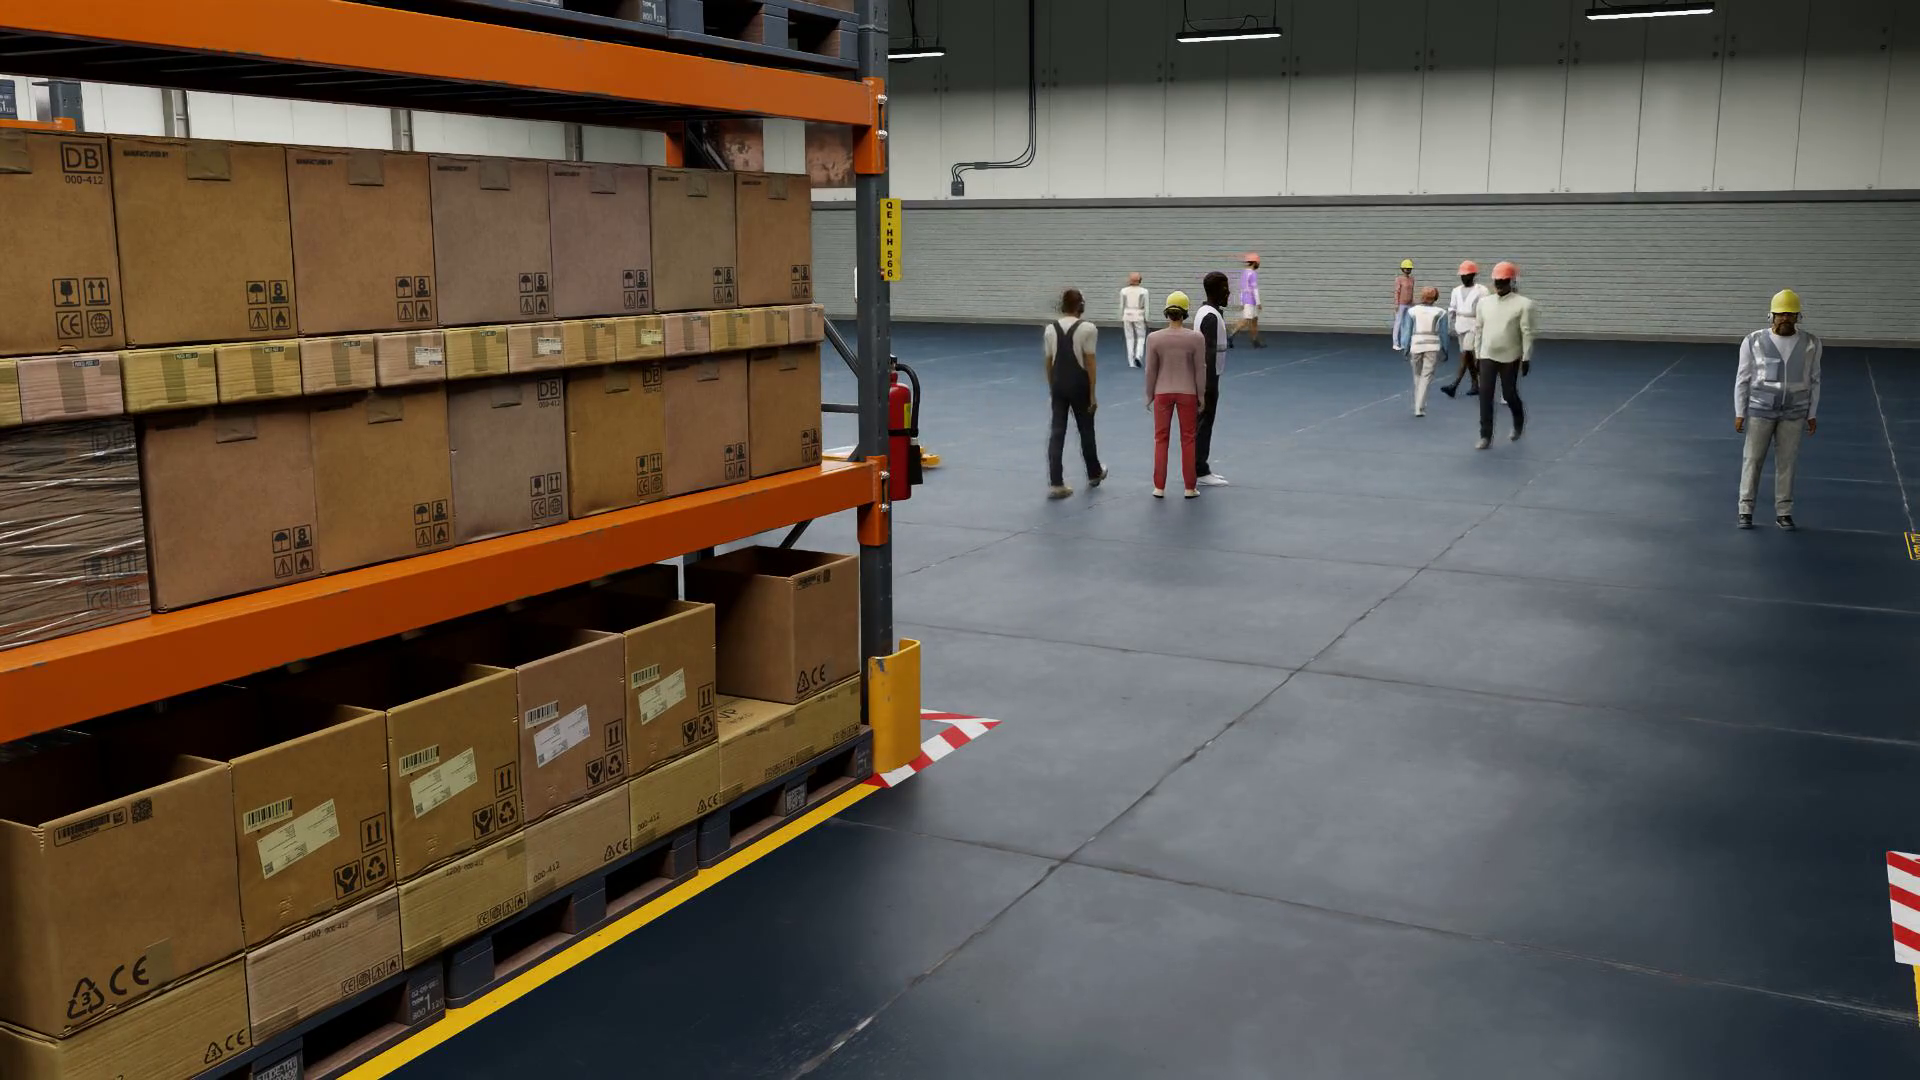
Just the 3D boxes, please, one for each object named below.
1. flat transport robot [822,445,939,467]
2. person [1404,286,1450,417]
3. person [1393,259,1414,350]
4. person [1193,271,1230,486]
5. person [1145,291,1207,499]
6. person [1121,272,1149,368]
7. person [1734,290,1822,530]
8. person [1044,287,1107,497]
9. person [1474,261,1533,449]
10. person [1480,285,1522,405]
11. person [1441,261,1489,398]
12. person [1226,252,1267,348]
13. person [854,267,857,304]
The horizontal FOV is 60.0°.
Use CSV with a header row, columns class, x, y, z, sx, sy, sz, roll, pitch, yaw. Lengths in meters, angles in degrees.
class,x,y,z,sx,sy,sz,roll,pitch,yaw
flat transport robot,-0.874,-0.759,15.714,0.652,0.197,1.431,7,13,34
person,5.850,-2.356,20.767,0.538,1.597,0.816,6,12,31
person,8.724,-4.605,32.608,0.533,1.767,0.312,-7,13,-34
person,2.239,-1.459,15.034,0.398,1.920,0.590,1,10,5
person,1.842,-1.231,14.207,0.525,1.769,0.317,2,11,12
person,2.953,-3.708,28.111,0.512,1.623,0.373,4,11,19
person,6.228,-0.985,12.682,0.600,1.831,0.404,3,11,14
person,1.000,-1.289,14.464,0.529,1.783,0.997,5,12,26
person,5.773,-1.963,17.648,0.622,1.972,0.823,8,13,38
person,7.127,-2.570,21.902,0.518,1.620,0.633,9,14,40
person,7.009,-2.928,23.135,1.003,1.878,0.572,-8,13,-37
person,5.672,-4.735,32.948,0.845,1.911,0.545,0,10,-2
person,-2.030,-5.346,36.327,0.573,1.883,0.359,-4,11,-21
